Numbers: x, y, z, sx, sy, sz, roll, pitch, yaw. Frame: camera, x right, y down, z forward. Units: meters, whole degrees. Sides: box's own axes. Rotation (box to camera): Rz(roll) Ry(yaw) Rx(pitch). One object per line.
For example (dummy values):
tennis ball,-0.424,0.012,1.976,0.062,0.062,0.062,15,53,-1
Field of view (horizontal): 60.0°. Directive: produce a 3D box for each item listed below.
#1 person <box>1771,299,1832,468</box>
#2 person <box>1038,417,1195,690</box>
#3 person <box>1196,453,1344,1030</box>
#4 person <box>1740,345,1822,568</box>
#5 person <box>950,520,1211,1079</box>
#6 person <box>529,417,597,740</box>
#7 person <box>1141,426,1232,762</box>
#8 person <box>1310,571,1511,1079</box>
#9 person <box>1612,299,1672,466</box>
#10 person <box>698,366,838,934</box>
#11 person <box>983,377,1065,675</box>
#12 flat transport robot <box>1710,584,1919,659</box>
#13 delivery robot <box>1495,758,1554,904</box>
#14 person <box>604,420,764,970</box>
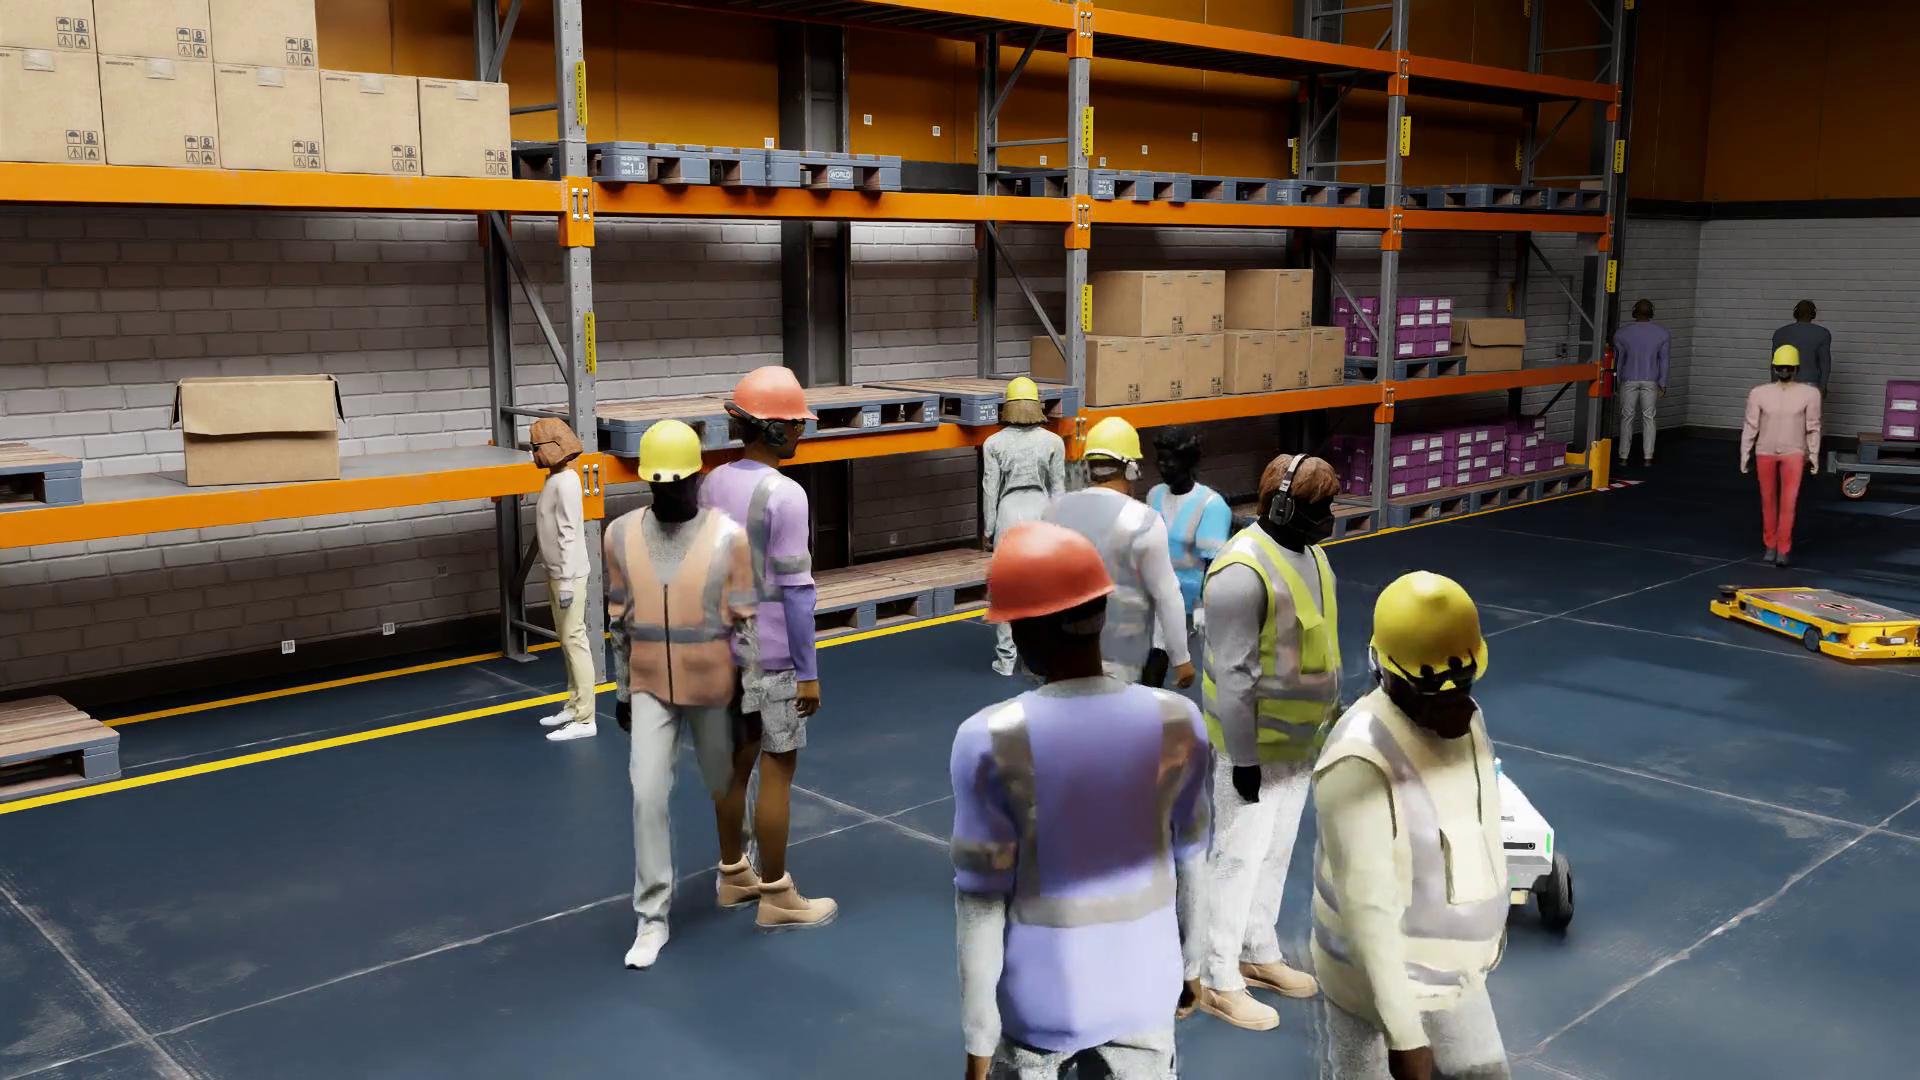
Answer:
person,9.656,-1.790,19.130,0.627,1.936,0.372,8,12,38
person,0.659,0.406,6.685,0.891,1.784,0.612,-8,13,-39
person,0.997,0.631,5.299,0.430,1.830,0.618,7,12,36
person,6.390,-0.648,12.996,0.553,1.730,0.827,6,12,33
person,0.247,0.901,3.457,0.591,1.899,0.719,-2,10,-10
person,-2.016,0.191,8.429,0.270,1.627,0.497,-4,10,-22
person,1.041,0.285,7.803,0.890,1.633,0.550,-8,13,-41
person,1.043,0.945,3.567,0.666,1.789,0.610,9,13,41
person,7.870,-1.815,19.265,0.630,1.940,0.372,3,10,16
person,-0.690,0.392,6.041,0.391,2.040,0.615,-8,13,-39
person,0.367,-0.075,9.675,0.484,1.736,0.306,-1,10,-6
flat transport robot,5.501,0.500,10.584,0.652,0.197,1.431,-2,10,-9
delivery robot,1.962,1.054,6.240,0.477,0.478,0.707,1,10,3
person,-0.973,0.483,5.999,0.586,1.880,0.951,1,10,8
